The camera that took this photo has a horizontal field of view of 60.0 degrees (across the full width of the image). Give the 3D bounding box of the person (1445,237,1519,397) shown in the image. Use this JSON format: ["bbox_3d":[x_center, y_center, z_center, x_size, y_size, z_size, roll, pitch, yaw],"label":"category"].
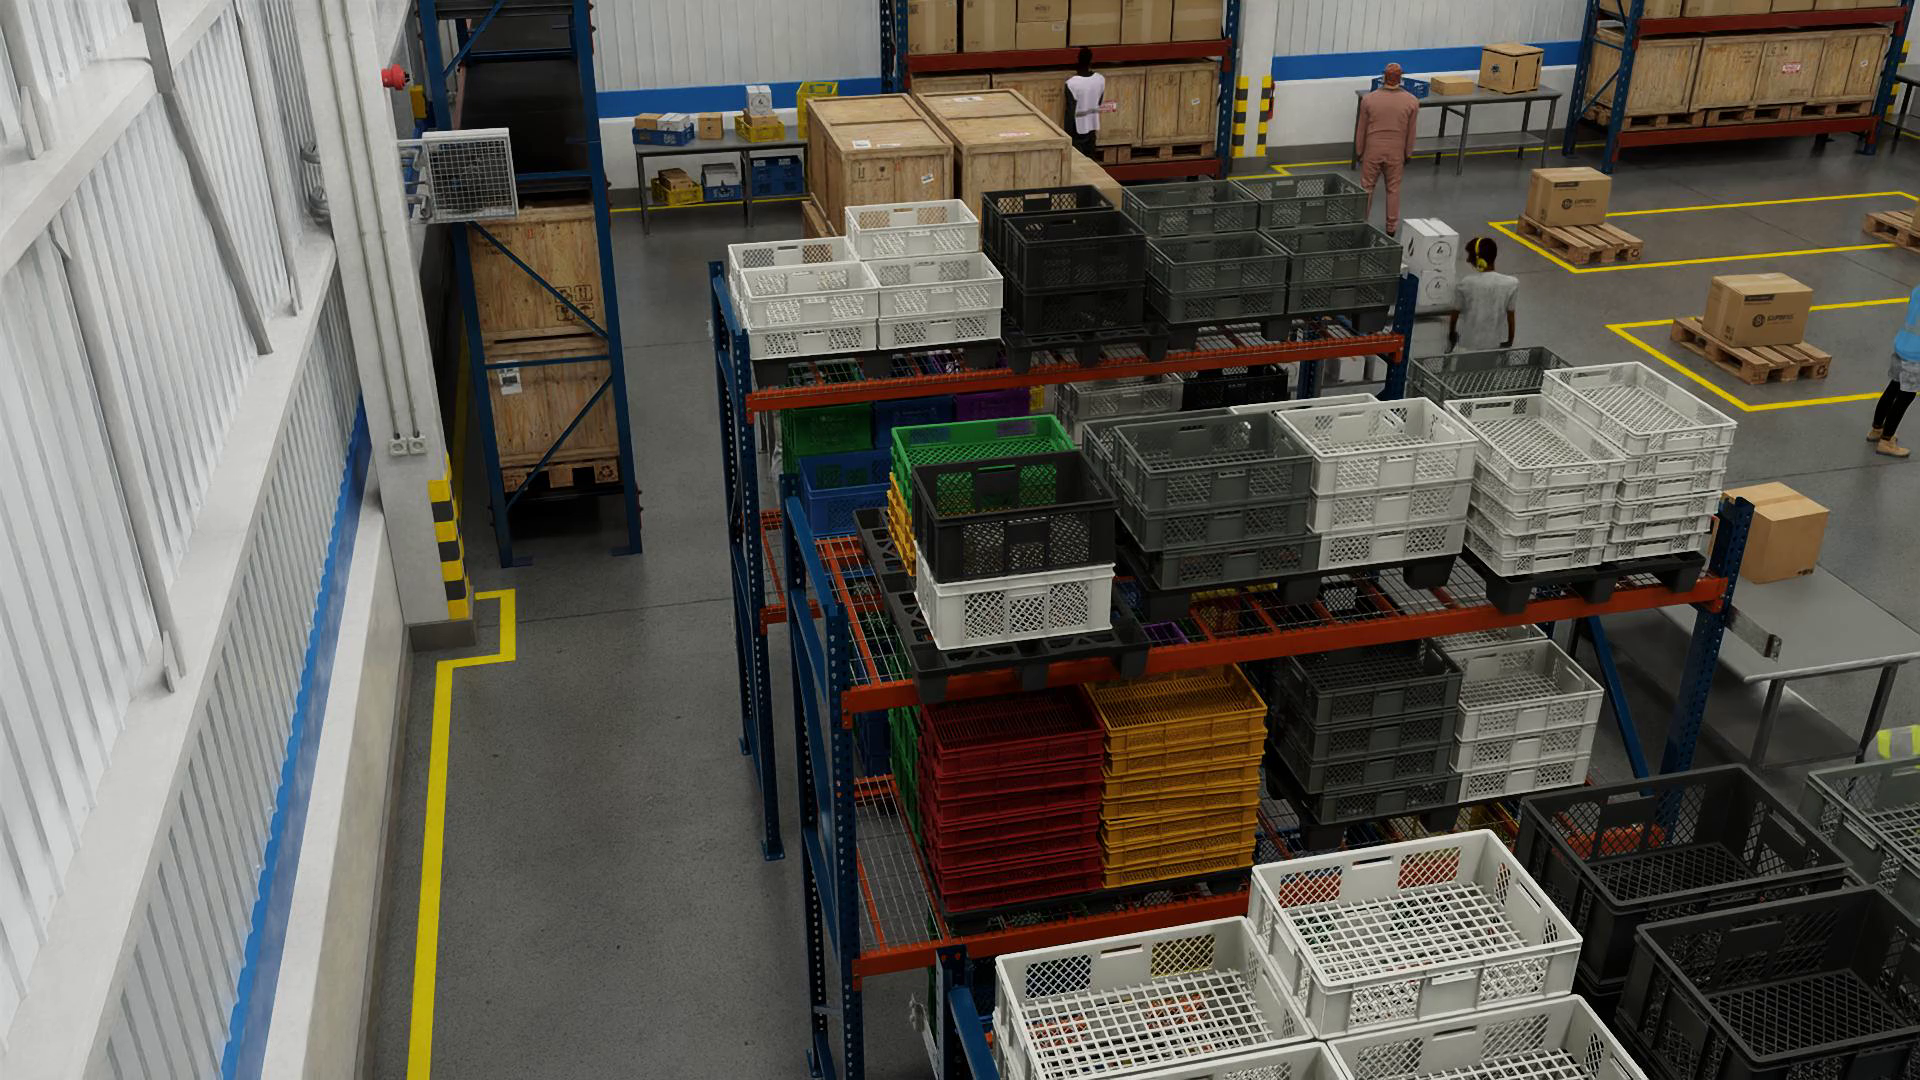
[{"bbox_3d":[4.177,-1.557,13.336,0.560,1.815,0.620,6,28,11],"label":"person"}]

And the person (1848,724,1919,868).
[{"bbox_3d":[4.373,1.394,7.700,0.628,1.843,0.429,2,28,5],"label":"person"}]

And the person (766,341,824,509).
[{"bbox_3d":[-1.197,-0.975,12.096,0.366,1.935,0.630,-22,35,-35],"label":"person"}]

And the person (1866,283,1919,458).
[{"bbox_3d":[7.676,-1.496,13.342,0.320,1.692,0.533,5,28,8],"label":"person"}]

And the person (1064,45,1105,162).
[{"bbox_3d":[1.410,-4.729,19.245,0.602,1.921,0.383,-23,35,-36],"label":"person"}]

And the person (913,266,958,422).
[{"bbox_3d":[-0.196,-1.225,12.621,0.355,1.887,0.574,-5,28,-9],"label":"person"}]

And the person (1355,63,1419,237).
[{"bbox_3d":[4.720,-4.342,18.528,0.648,1.899,0.398,5,28,9],"label":"person"}]
